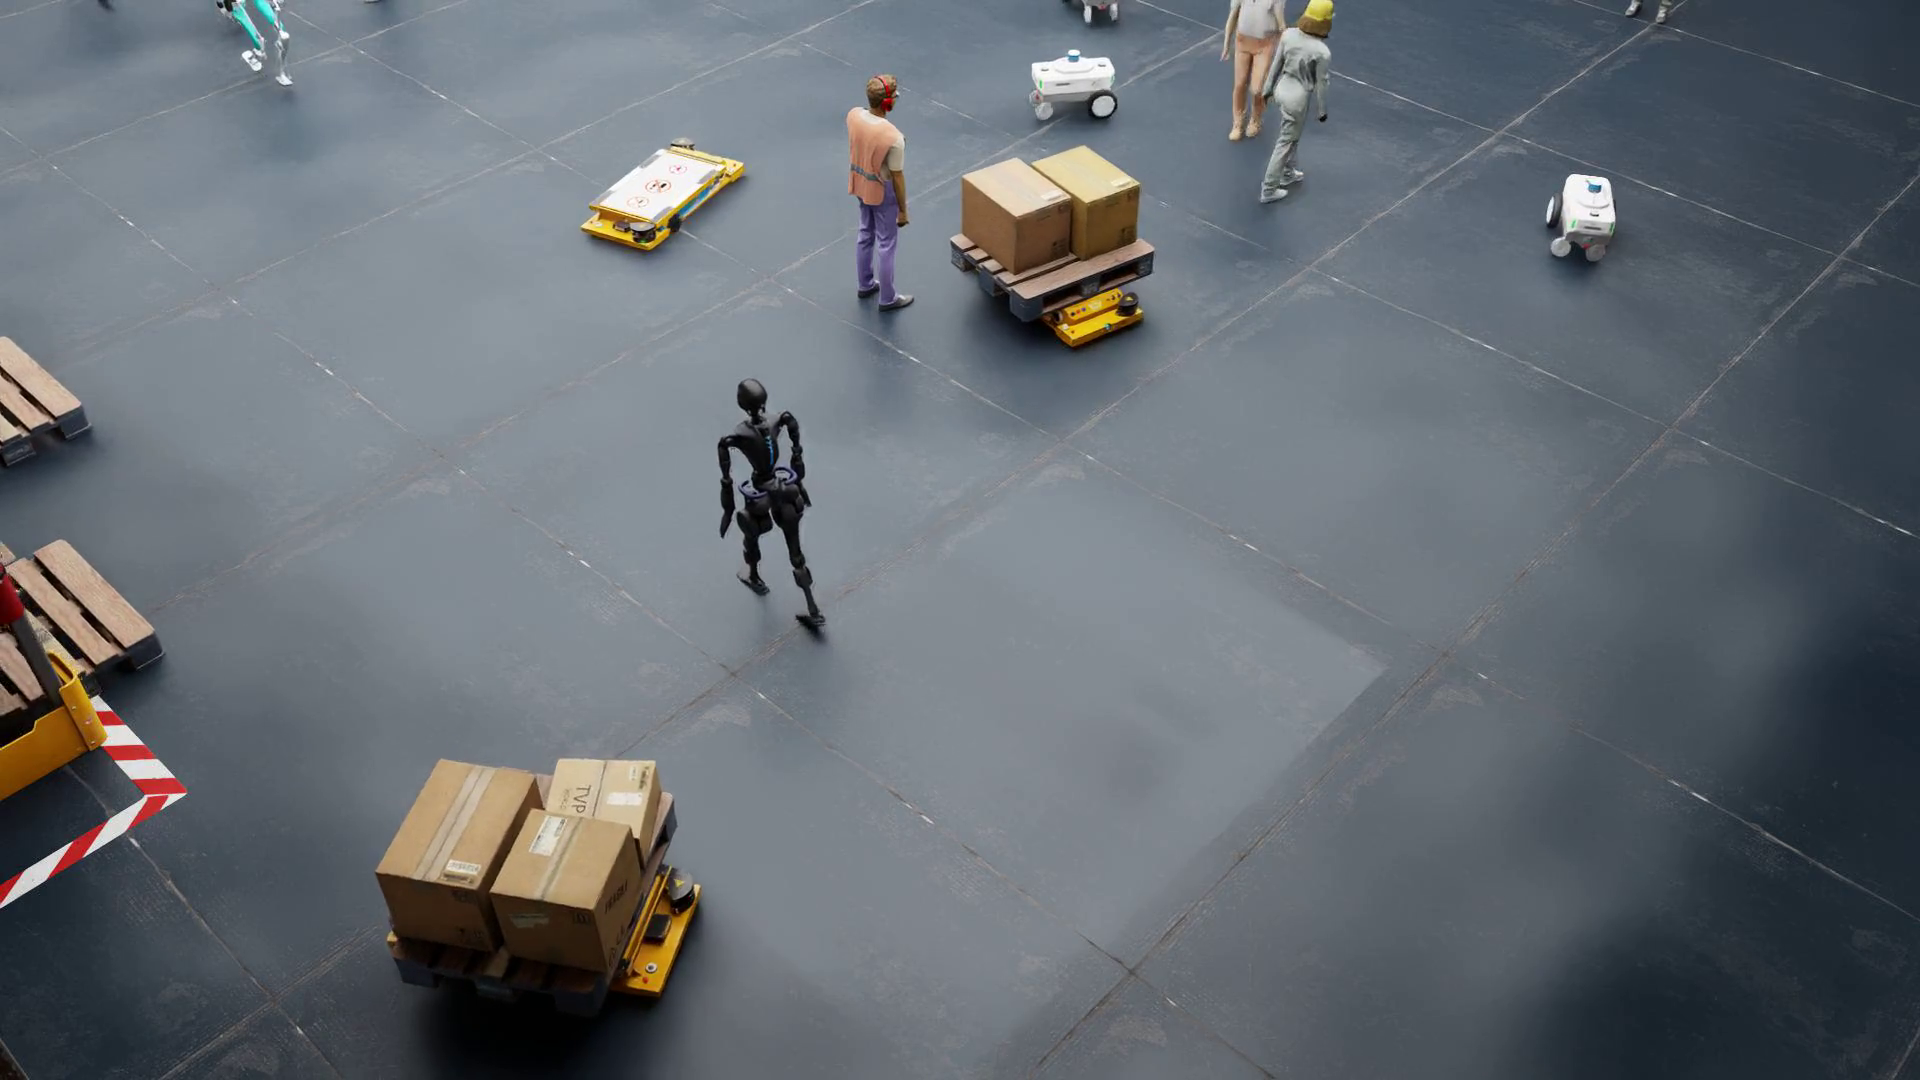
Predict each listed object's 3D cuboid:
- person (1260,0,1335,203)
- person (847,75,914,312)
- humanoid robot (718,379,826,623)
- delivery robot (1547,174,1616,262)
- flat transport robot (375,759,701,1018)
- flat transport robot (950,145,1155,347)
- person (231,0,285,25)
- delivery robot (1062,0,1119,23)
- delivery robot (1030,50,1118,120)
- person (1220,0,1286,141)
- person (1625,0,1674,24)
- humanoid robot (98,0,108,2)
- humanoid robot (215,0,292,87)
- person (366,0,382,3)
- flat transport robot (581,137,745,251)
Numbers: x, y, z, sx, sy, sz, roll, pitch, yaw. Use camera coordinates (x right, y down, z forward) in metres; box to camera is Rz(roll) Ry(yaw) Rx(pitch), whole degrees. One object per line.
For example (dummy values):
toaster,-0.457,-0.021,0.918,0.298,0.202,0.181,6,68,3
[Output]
person,2.752,-3.546,13.387,0.672,1.702,0.507,-22,47,-23
person,-0.599,-2.511,12.146,0.376,1.837,0.559,-31,51,-30
humanoid robot,-1.105,-0.209,9.742,0.593,1.631,0.763,-27,49,-27
delivery robot,4.968,-2.593,13.199,0.507,0.601,0.773,8,43,9
flat transport robot,-2.102,1.881,8.436,1.431,0.231,0.659,8,43,9
flat transport robot,0.700,-1.986,12.734,0.659,0.231,1.431,-24,47,-24
person,-6.959,-5.799,15.971,0.511,1.602,0.754,18,45,18
delivery robot,1.309,-5.498,16.421,0.499,0.592,0.774,-10,43,-11
delivery robot,1.019,-4.076,14.842,0.789,0.593,0.499,-7,42,-7
person,2.490,-4.173,14.073,0.528,1.724,0.397,17,45,18
person,6.802,-5.899,15.915,0.574,1.830,0.389,21,46,21
humanoid robot,-8.755,-6.041,16.205,0.609,1.630,0.720,-26,48,-26
humanoid robot,-6.299,-4.794,14.773,0.536,1.734,1.025,-30,50,-29
person,-5.932,-6.242,16.277,0.435,1.859,0.555,-25,48,-25
flat transport robot,-2.435,-2.861,13.706,0.659,0.231,1.431,19,45,20
